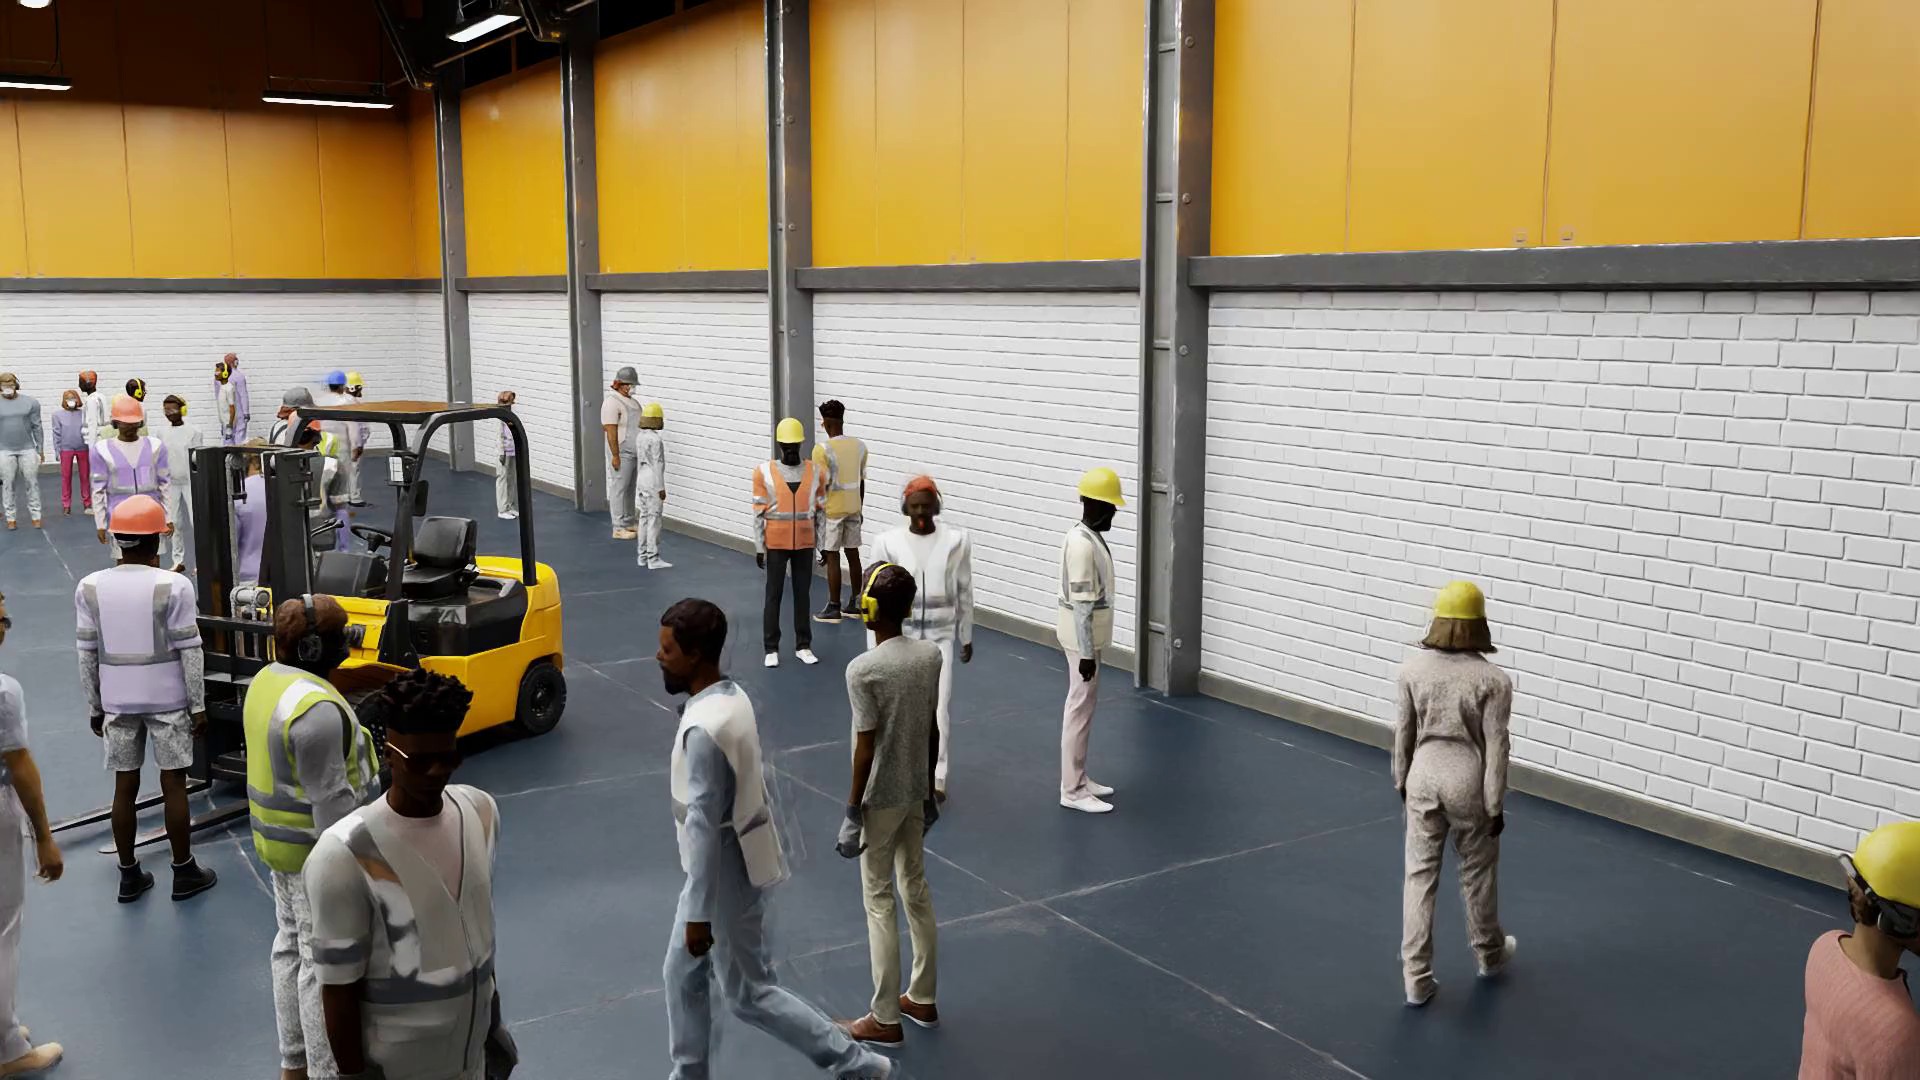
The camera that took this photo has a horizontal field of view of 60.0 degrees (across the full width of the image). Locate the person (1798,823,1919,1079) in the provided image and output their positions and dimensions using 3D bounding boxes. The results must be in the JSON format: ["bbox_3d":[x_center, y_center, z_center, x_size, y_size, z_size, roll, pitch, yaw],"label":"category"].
[{"bbox_3d":[2.003,1.468,3.683,0.342,1.754,0.533,2,9,12],"label":"person"}]

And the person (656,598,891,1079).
[{"bbox_3d":[-0.705,1.121,5.613,0.874,1.884,0.599,-1,8,-5],"label":"person"}]

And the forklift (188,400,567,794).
[{"bbox_3d":[-3.529,0.258,10.348,1.214,2.155,2.313,4,9,25],"label":"forklift"}]

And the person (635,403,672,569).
[{"bbox_3d":[-3.229,-0.572,17.502,0.323,1.737,0.488,-6,10,-35],"label":"person"}]

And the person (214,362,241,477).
[{"bbox_3d":[-10.776,-1.671,24.425,0.329,1.877,0.507,-6,10,-33],"label":"person"}]

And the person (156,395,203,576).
[{"bbox_3d":[-7.938,-0.557,16.976,0.511,1.862,0.324,1,8,5],"label":"person"}]

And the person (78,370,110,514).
[{"bbox_3d":[-11.294,-1.274,21.743,0.358,1.880,0.575,-3,9,-17],"label":"person"}]

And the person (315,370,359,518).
[{"bbox_3d":[-7.905,-1.173,20.925,0.641,1.917,0.757,4,9,25],"label":"person"}]

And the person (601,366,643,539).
[{"bbox_3d":[-3.902,-1.045,19.646,0.537,2.000,0.679,2,9,13],"label":"person"}]

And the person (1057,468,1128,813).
[{"bbox_3d":[0.737,0.549,9.309,0.385,1.917,0.593,1,9,7],"label":"person"}]

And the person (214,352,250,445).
[{"bbox_3d":[-11.939,-2.130,27.405,0.653,1.906,0.408,4,9,25],"label":"person"}]

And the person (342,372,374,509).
[{"bbox_3d":[-8.097,-1.328,22.250,0.404,1.830,0.601,-6,10,-33],"label":"person"}]

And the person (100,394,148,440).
[{"bbox_3d":[-9.289,-0.744,18.537,0.326,1.769,0.524,7,11,39],"label":"person"}]

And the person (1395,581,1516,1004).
[{"bbox_3d":[2.046,1.012,6.852,0.508,1.707,0.734,7,11,37],"label":"person"}]

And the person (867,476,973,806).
[{"bbox_3d":[-0.225,0.564,9.483,0.604,1.828,0.987,0,8,0],"label":"person"}]

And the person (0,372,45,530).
[{"bbox_3d":[-11.504,-1.076,20.248,0.635,1.928,0.381,-5,10,-31],"label":"person"}]

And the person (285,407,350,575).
[{"bbox_3d":[-4.887,0.025,12.484,0.601,2.035,0.407,-2,9,-14],"label":"person"}]

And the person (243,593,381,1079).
[{"bbox_3d":[-2.259,1.098,5.873,0.429,1.842,0.633,-7,11,-39],"label":"person"}]

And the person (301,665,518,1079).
[{"bbox_3d":[-1.362,1.281,4.229,0.374,1.962,0.608,4,9,25],"label":"person"}]

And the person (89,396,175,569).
[{"bbox_3d":[-6.911,-0.190,13.931,0.611,2.032,0.411,-7,11,-38],"label":"person"}]

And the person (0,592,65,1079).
[{"bbox_3d":[-3.544,1.066,6.117,0.570,1.833,0.474,3,9,21],"label":"person"}]

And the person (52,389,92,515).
[{"bbox_3d":[-11.559,-1.152,21.730,0.501,1.633,0.285,-5,10,-31],"label":"person"}]

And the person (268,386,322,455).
[{"bbox_3d":[-6.119,-0.419,15.429,0.537,2.000,0.688,-7,11,-37],"label":"person"}]

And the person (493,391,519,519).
[{"bbox_3d":[-5.794,-1.092,21.304,0.310,1.642,0.514,1,9,8],"label":"person"}]

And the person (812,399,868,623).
[{"bbox_3d":[-1.075,-0.252,14.573,0.380,1.959,0.603,8,11,42],"label":"person"}]

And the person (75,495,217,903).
[{"bbox_3d":[-3.849,0.751,7.889,0.552,1.935,0.367,0,8,-3],"label":"person"}]

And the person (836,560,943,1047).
[{"bbox_3d":[-0.277,1.006,6.399,0.315,1.870,0.532,7,11,38],"label":"person"}]

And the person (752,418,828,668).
[{"bbox_3d":[-1.303,0.017,12.866,0.588,1.928,0.384,-3,9,-18],"label":"person"}]
